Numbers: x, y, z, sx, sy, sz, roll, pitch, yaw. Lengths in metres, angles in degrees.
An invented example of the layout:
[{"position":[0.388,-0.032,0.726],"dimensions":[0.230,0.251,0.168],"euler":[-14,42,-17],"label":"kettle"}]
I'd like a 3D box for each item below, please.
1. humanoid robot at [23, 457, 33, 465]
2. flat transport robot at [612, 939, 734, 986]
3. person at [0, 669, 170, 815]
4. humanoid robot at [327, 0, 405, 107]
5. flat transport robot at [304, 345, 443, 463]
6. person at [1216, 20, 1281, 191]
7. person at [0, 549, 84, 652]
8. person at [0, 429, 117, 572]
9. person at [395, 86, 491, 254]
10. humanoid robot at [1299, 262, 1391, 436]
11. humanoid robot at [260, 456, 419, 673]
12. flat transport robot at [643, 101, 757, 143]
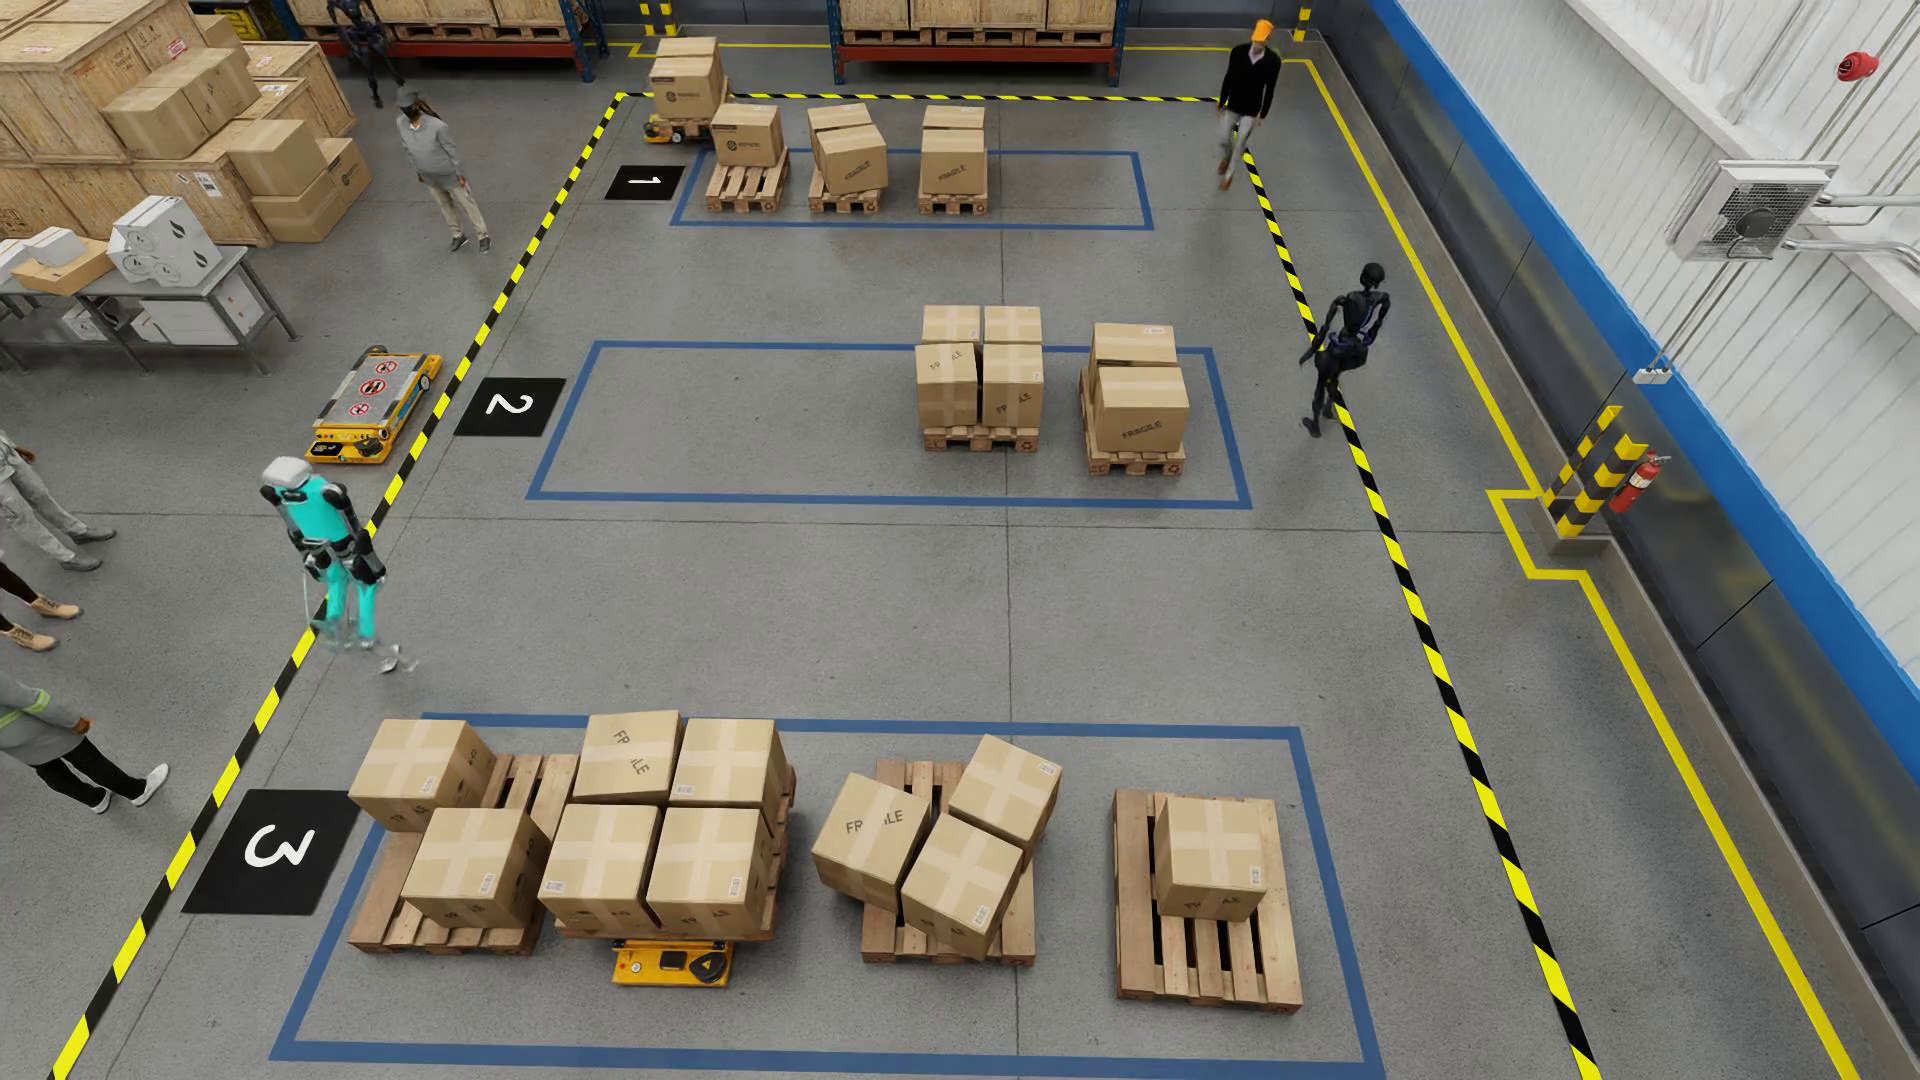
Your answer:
[{"position":[-8.471,-1.093,7.395],"dimensions":[0.764,1.629,0.601],"euler":[-26,55,-20],"label":"humanoid robot"},{"position":[-1.659,1.971,5.681],"dimensions":[0.652,0.197,1.431],"euler":[1,50,1],"label":"flat transport robot"},{"position":[-5.542,1.074,5.420],"dimensions":[0.598,1.850,0.387],"euler":[-7,50,-6],"label":"person"},{"position":[-7.762,-6.535,11.979],"dimensions":[0.589,1.635,0.419],"euler":[-31,56,-24],"label":"humanoid robot"},{"position":[-5.383,-1.269,8.441],"dimensions":[0.659,0.231,1.431],"euler":[1,50,1],"label":"flat transport robot"},{"position":[3.241,-4.951,10.503],"dimensions":[0.602,1.875,0.423],"euler":[23,54,18],"label":"person"},{"position":[-6.885,0.030,6.190],"dimensions":[0.399,2.035,0.601],"euler":[4,50,3],"label":"person"},{"position":[-7.090,-0.527,6.717],"dimensions":[0.390,1.943,0.601],"euler":[-9,50,-8],"label":"person"},{"position":[-5.475,-3.889,9.674],"dimensions":[0.560,1.769,0.400],"euler":[5,50,4],"label":"person"},{"position":[3.247,-1.615,7.814],"dimensions":[0.584,1.647,0.396],"euler":[-8,50,-6],"label":"humanoid robot"},{"position":[-4.192,0.327,6.148],"dimensions":[0.534,1.792,0.810],"euler":[4,50,3],"label":"humanoid robot"},{"position":[-3.366,-5.474,11.980],"dimensions":[1.431,0.197,0.652],"euler":[-4,50,-4],"label":"flat transport robot"}]
